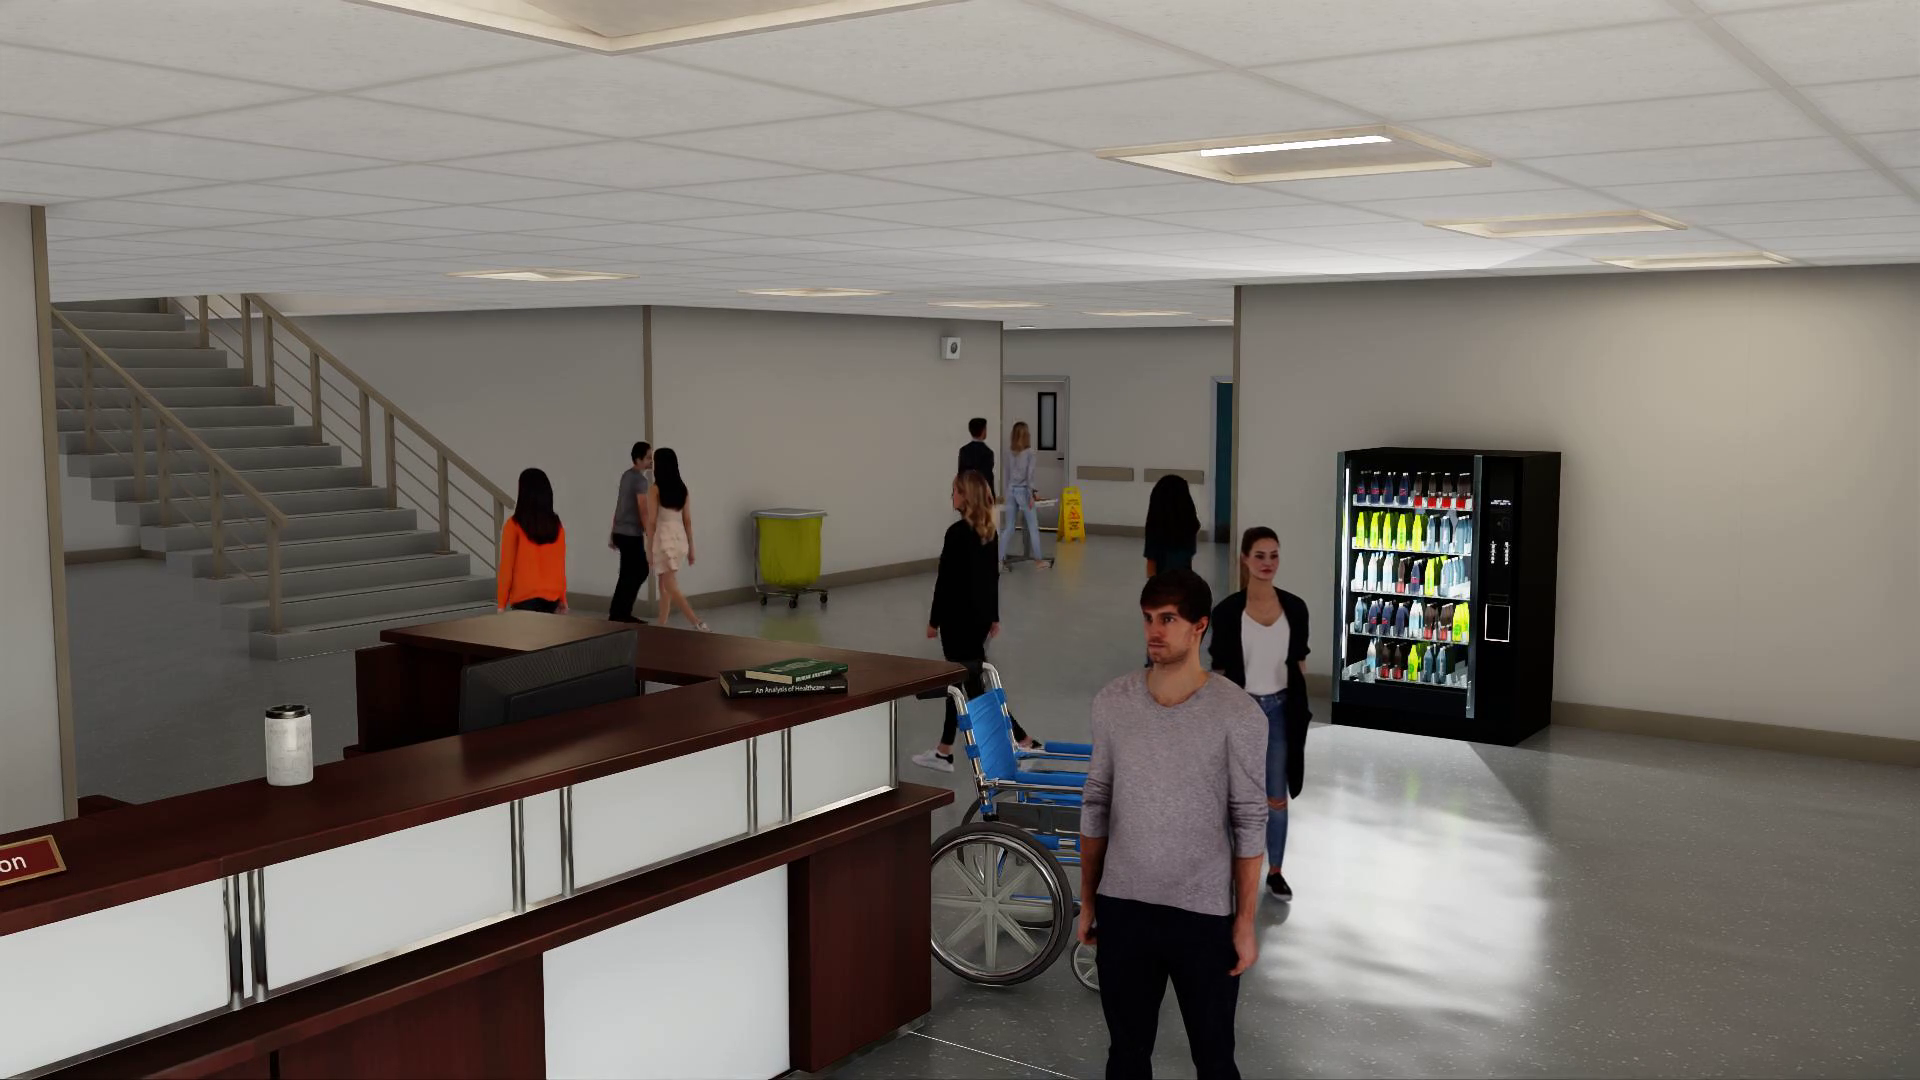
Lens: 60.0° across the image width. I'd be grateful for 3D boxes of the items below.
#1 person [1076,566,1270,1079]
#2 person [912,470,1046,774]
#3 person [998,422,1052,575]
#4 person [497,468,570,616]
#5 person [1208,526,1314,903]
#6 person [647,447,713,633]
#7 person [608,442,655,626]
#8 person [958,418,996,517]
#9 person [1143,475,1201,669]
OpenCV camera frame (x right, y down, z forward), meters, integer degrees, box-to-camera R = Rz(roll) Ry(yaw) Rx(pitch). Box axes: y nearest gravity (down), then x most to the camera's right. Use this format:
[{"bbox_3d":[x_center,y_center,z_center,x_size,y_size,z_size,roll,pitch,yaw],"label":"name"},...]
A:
[{"bbox_3d":[0.571,0.983,4.469,0.503,1.843,0.744,3,7,29],"label":"person"},{"bbox_3d":[0.129,0.520,9.437,1.177,1.770,0.674,3,7,30],"label":"person"},{"bbox_3d":[0.619,-0.437,19.084,1.114,1.743,0.709,5,7,38],"label":"person"},{"bbox_3d":[-2.668,0.428,10.650,1.066,1.711,0.620,4,7,35],"label":"person"},{"bbox_3d":[1.312,0.772,7.383,0.702,1.680,0.786,0,6,-3],"label":"person"},{"bbox_3d":[-2.352,0.117,13.781,1.079,1.703,0.685,5,8,43],"label":"person"},{"bbox_3d":[-3.031,-0.012,14.953,0.857,1.724,0.798,-4,7,-35],"label":"person"},{"bbox_3d":[0.127,-0.387,18.014,0.789,1.858,0.735,5,8,41],"label":"person"},{"bbox_3d":[1.570,0.360,12.047,1.108,1.567,1.165,-1,6,-12],"label":"person"}]
